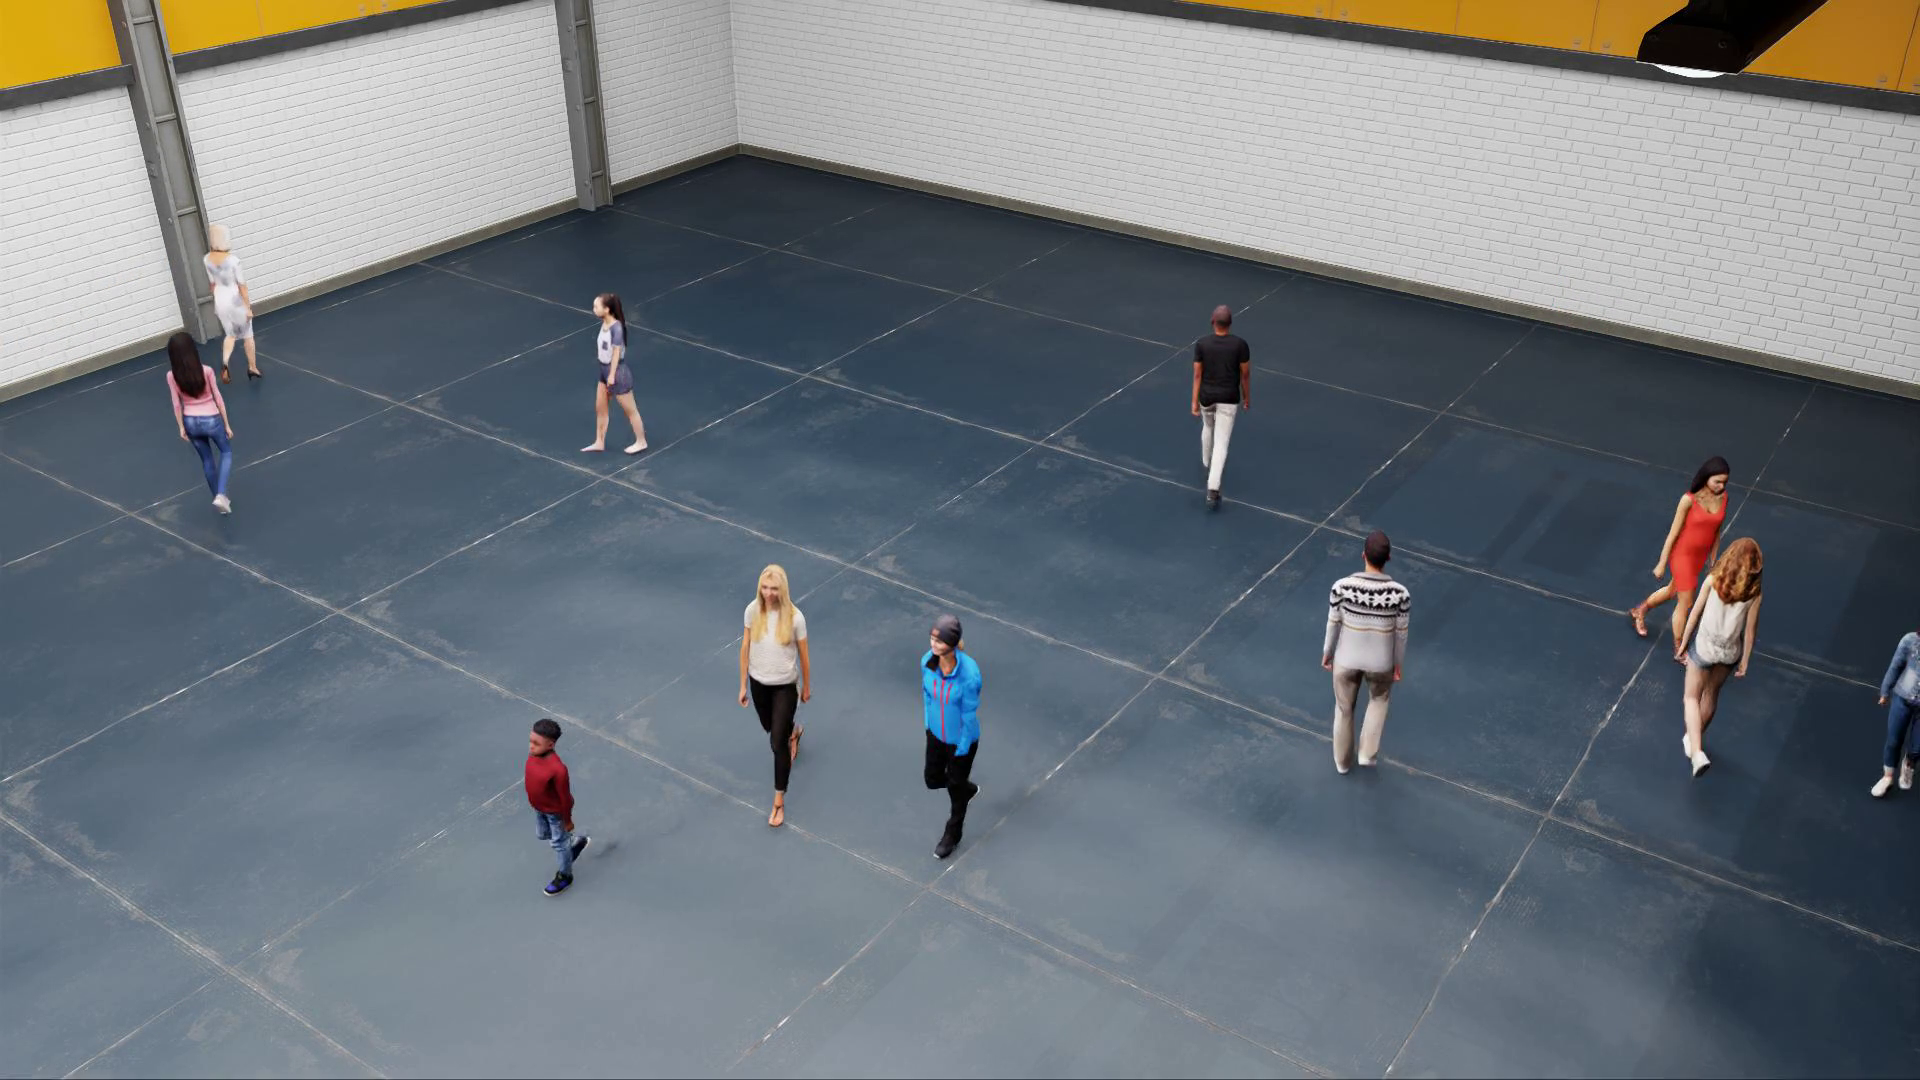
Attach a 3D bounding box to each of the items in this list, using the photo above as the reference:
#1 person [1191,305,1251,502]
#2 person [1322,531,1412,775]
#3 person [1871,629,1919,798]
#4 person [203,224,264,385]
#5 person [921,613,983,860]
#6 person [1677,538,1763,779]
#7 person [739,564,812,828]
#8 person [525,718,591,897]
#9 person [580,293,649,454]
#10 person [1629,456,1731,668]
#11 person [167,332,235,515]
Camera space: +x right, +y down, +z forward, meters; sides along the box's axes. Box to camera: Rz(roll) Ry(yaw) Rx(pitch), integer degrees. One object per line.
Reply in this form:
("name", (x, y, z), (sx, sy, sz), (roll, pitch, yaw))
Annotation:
("person", (2.338, -1.199, 15.031), (0.903, 1.760, 1.306), (10, 30, 17))
("person", (2.725, 0.836, 11.205), (0.796, 1.850, 0.782), (6, 29, 11))
("person", (6.463, 1.062, 11.189), (0.629, 1.470, 0.626), (24, 37, 37))
("person", (-7.591, -2.399, 17.260), (0.818, 1.732, 0.965), (4, 29, 6))
("person", (0.014, 1.213, 10.580), (0.631, 1.789, 0.754), (22, 36, 34))
("person", (5.140, 0.840, 11.323), (0.785, 1.731, 1.043), (12, 31, 21))
("person", (-1.210, 0.934, 11.086), (0.867, 1.792, 1.213), (7, 29, 13))
("person", (-2.497, 1.621, 10.399), (0.671, 1.245, 0.562), (-25, 37, -37))
("person", (-3.195, -1.576, 15.859), (0.962, 1.627, 0.815), (-17, 33, -28))
("person", (5.512, 0.103, 12.719), (1.067, 1.688, 0.991), (-12, 31, -20))
("person", (-6.675, -0.983, 14.659), (0.824, 1.736, 0.877), (-6, 29, -11))
